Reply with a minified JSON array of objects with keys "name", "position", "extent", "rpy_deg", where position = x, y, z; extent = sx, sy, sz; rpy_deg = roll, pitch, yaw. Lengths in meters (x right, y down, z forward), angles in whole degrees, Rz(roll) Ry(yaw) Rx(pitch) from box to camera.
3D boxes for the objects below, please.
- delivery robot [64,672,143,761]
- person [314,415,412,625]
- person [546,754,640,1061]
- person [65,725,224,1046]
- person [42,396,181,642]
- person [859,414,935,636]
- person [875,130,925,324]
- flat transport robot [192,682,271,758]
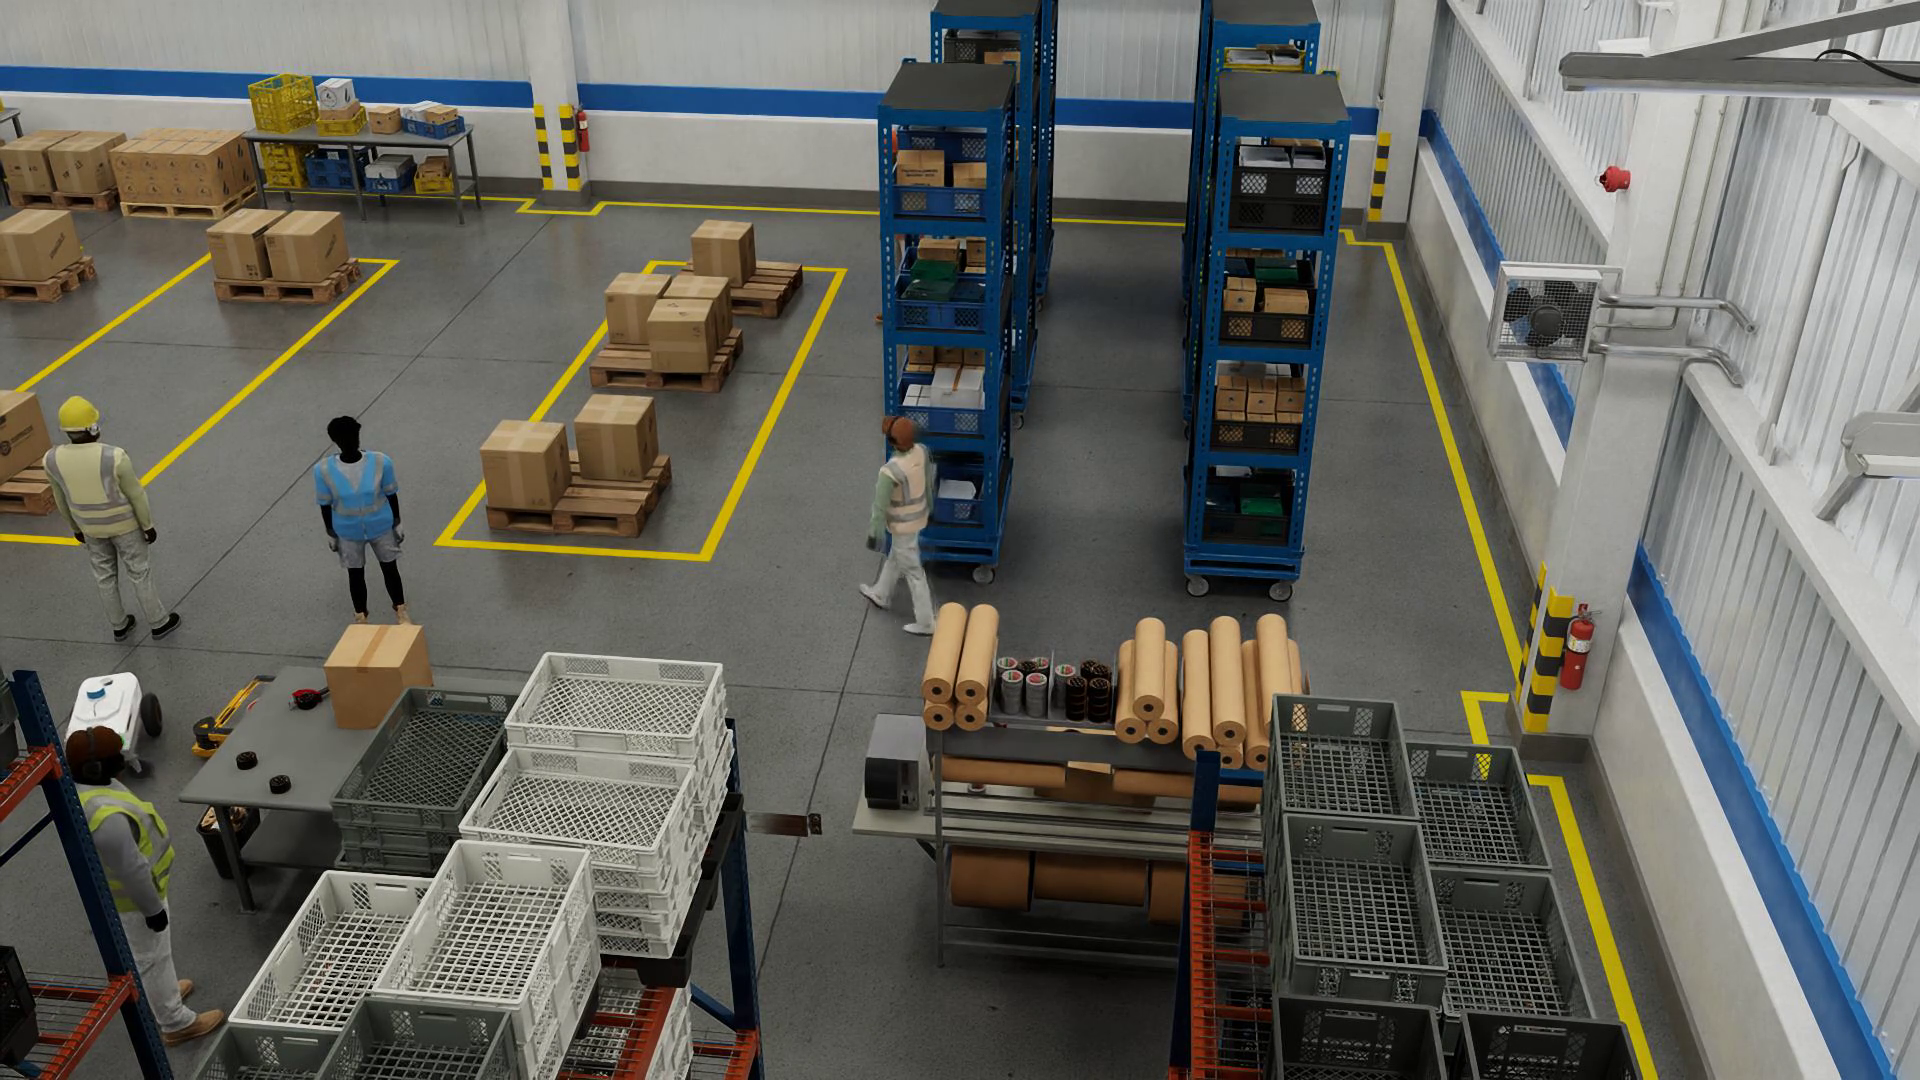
[{"name":"delivery robot","position":[-5.329,1.116,10.359],"extent":[0.477,0.478,0.707],"rpy_deg":[-8,31,-14]},{"name":"person","position":[-4.069,-0.076,11.365],"extent":[0.539,1.699,0.317],"rpy_deg":[-11,32,-18]},{"name":"person","position":[-1.809,1.811,7.899],"extent":[0.629,1.932,0.358],"rpy_deg":[-2,30,-3]},{"name":"person","position":[-4.076,1.693,8.195],"extent":[0.619,1.838,0.430],"rpy_deg":[26,39,37]},{"name":"person","position":[-5.786,-0.134,11.332],"extent":[0.590,1.836,0.404],"rpy_deg":[-1,30,-1]},{"name":"person","position":[-0.453,-0.122,11.535],"extent":[0.799,1.601,0.563],"rpy_deg":[16,34,26]},{"name":"person","position":[-0.574,-2.990,16.087],"extent":[0.392,1.990,0.612],"rpy_deg":[-23,37,-34]},{"name":"flat transport robot","position":[-4.089,1.163,10.648],"extent":[1.431,0.197,0.652],"rpy_deg":[3,30,6]}]
